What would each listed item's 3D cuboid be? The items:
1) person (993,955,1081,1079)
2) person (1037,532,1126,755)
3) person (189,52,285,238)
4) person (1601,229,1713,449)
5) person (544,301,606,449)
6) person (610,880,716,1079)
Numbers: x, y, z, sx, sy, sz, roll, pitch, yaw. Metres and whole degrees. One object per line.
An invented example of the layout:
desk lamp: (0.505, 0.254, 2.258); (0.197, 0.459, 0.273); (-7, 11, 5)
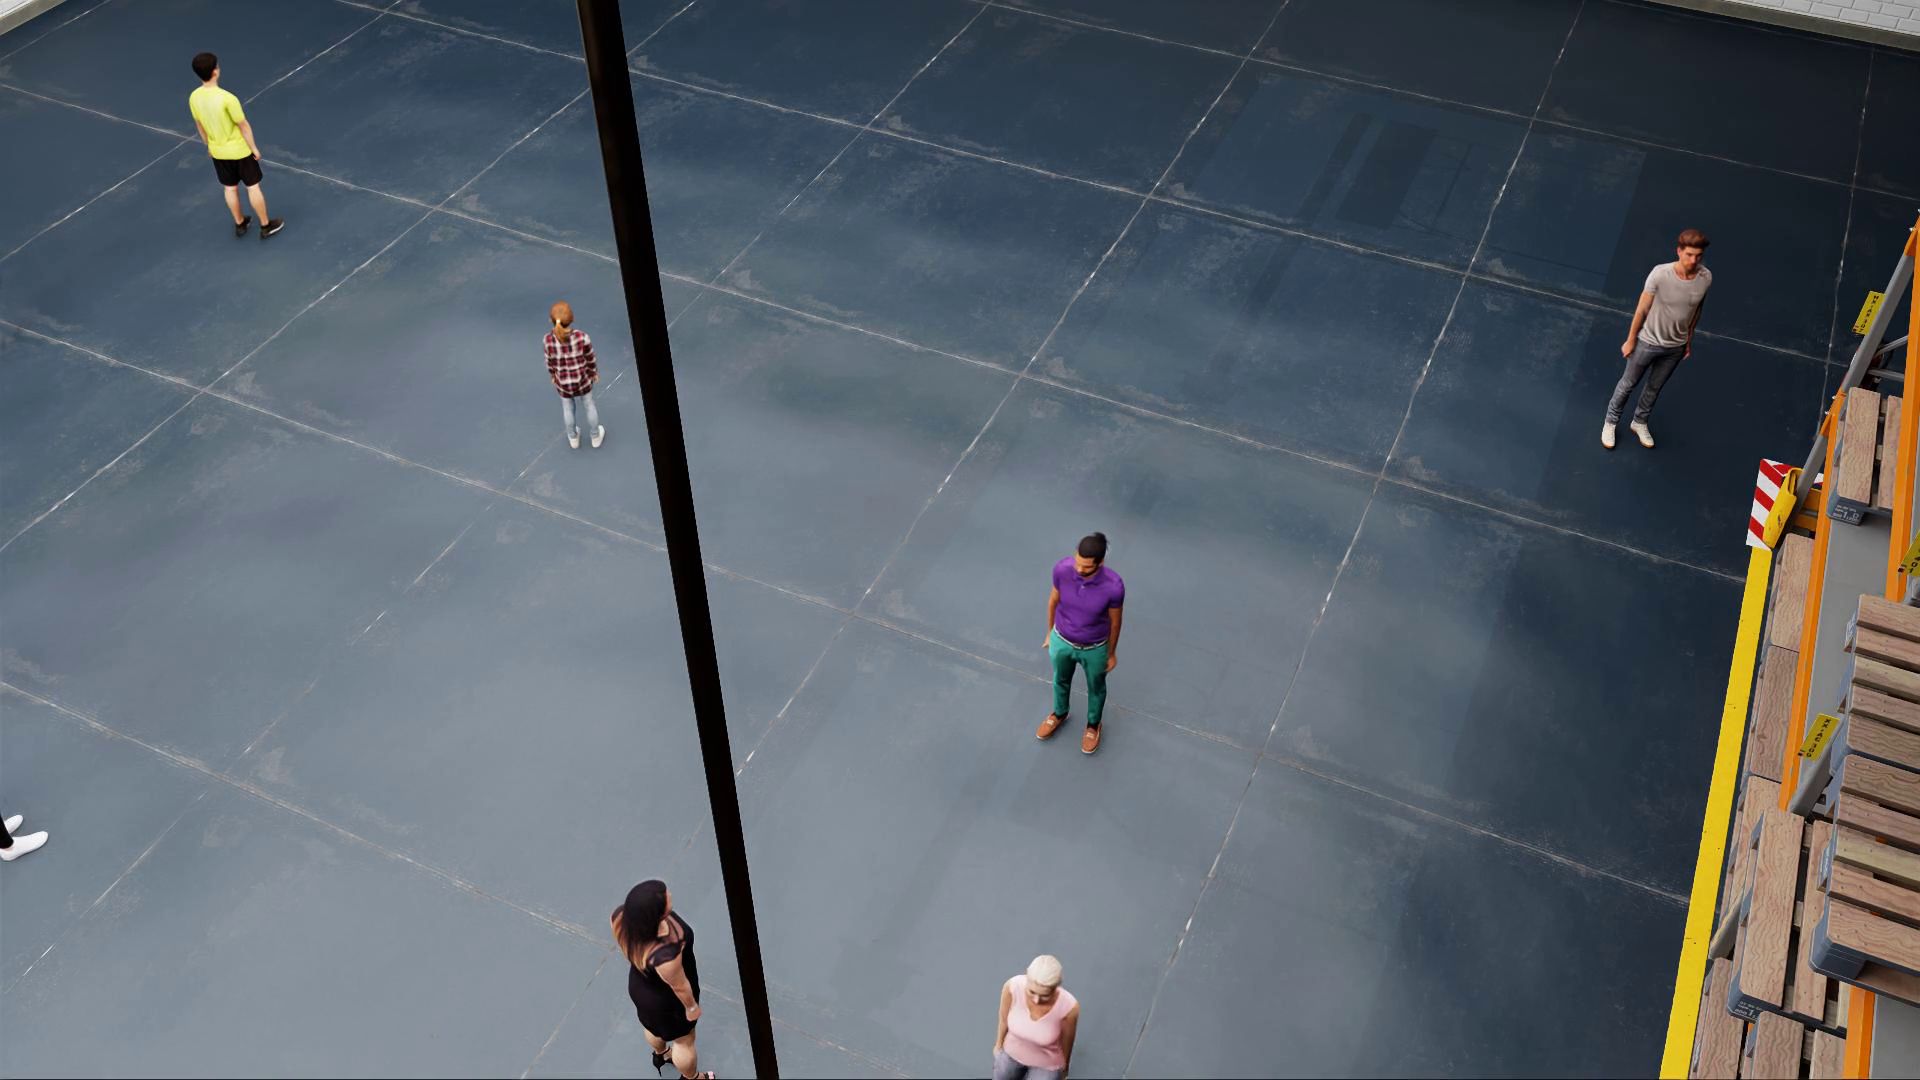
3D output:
person: (0.390, 2.522, 8.362); (0.550, 1.716, 0.835); (18, 46, 18)
person: (0.761, 0.611, 10.332); (0.623, 1.766, 0.542); (17, 46, 17)
person: (-6.435, -3.466, 14.655); (0.680, 1.706, 0.615); (6, 44, 7)
person: (5.250, -1.513, 12.467); (0.747, 1.897, 0.722); (-1, 44, -1)
person: (-2.937, -1.243, 12.612); (0.605, 1.305, 0.641); (-5, 44, -6)
person: (-1.530, 2.315, 8.579); (0.723, 1.718, 0.707); (33, 53, 30)
